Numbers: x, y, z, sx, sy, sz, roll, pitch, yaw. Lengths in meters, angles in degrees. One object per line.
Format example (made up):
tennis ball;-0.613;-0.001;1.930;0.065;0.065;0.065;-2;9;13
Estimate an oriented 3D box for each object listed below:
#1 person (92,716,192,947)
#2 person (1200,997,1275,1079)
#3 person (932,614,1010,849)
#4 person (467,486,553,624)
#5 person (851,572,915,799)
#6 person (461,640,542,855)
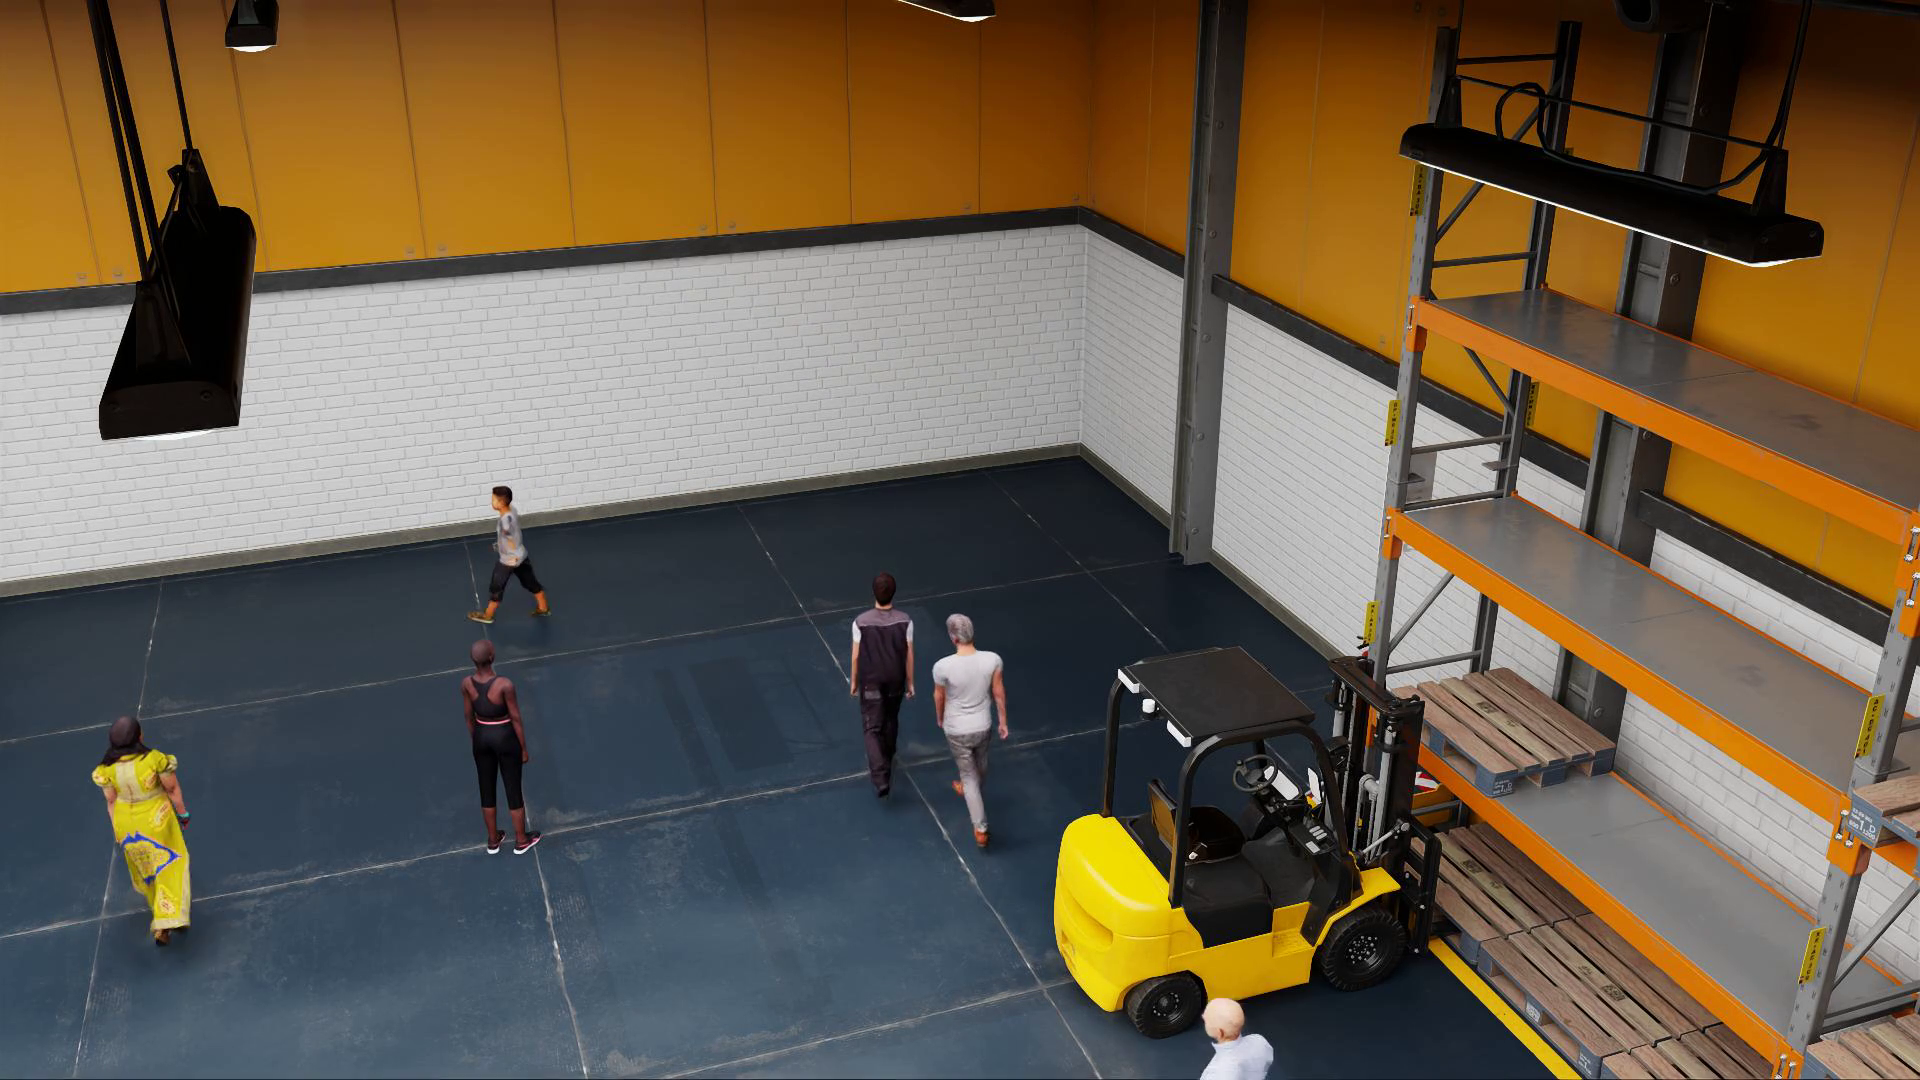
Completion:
person;-5.563;2.003;11.371;0.826;1.628;1.191;-4;24;-10
person;1.463;3.167;8.578;0.868;1.733;1.342;-15;28;-31
person;0.087;1.462;12.426;0.727;1.776;1.065;-7;24;-15
person;-4.242;0.099;15.986;0.797;1.421;0.998;-2;24;-5
person;-0.606;1.157;13.070;0.789;1.818;1.172;-4;24;-9
person;-3.437;1.526;12.301;0.658;1.757;0.667;3;24;6
